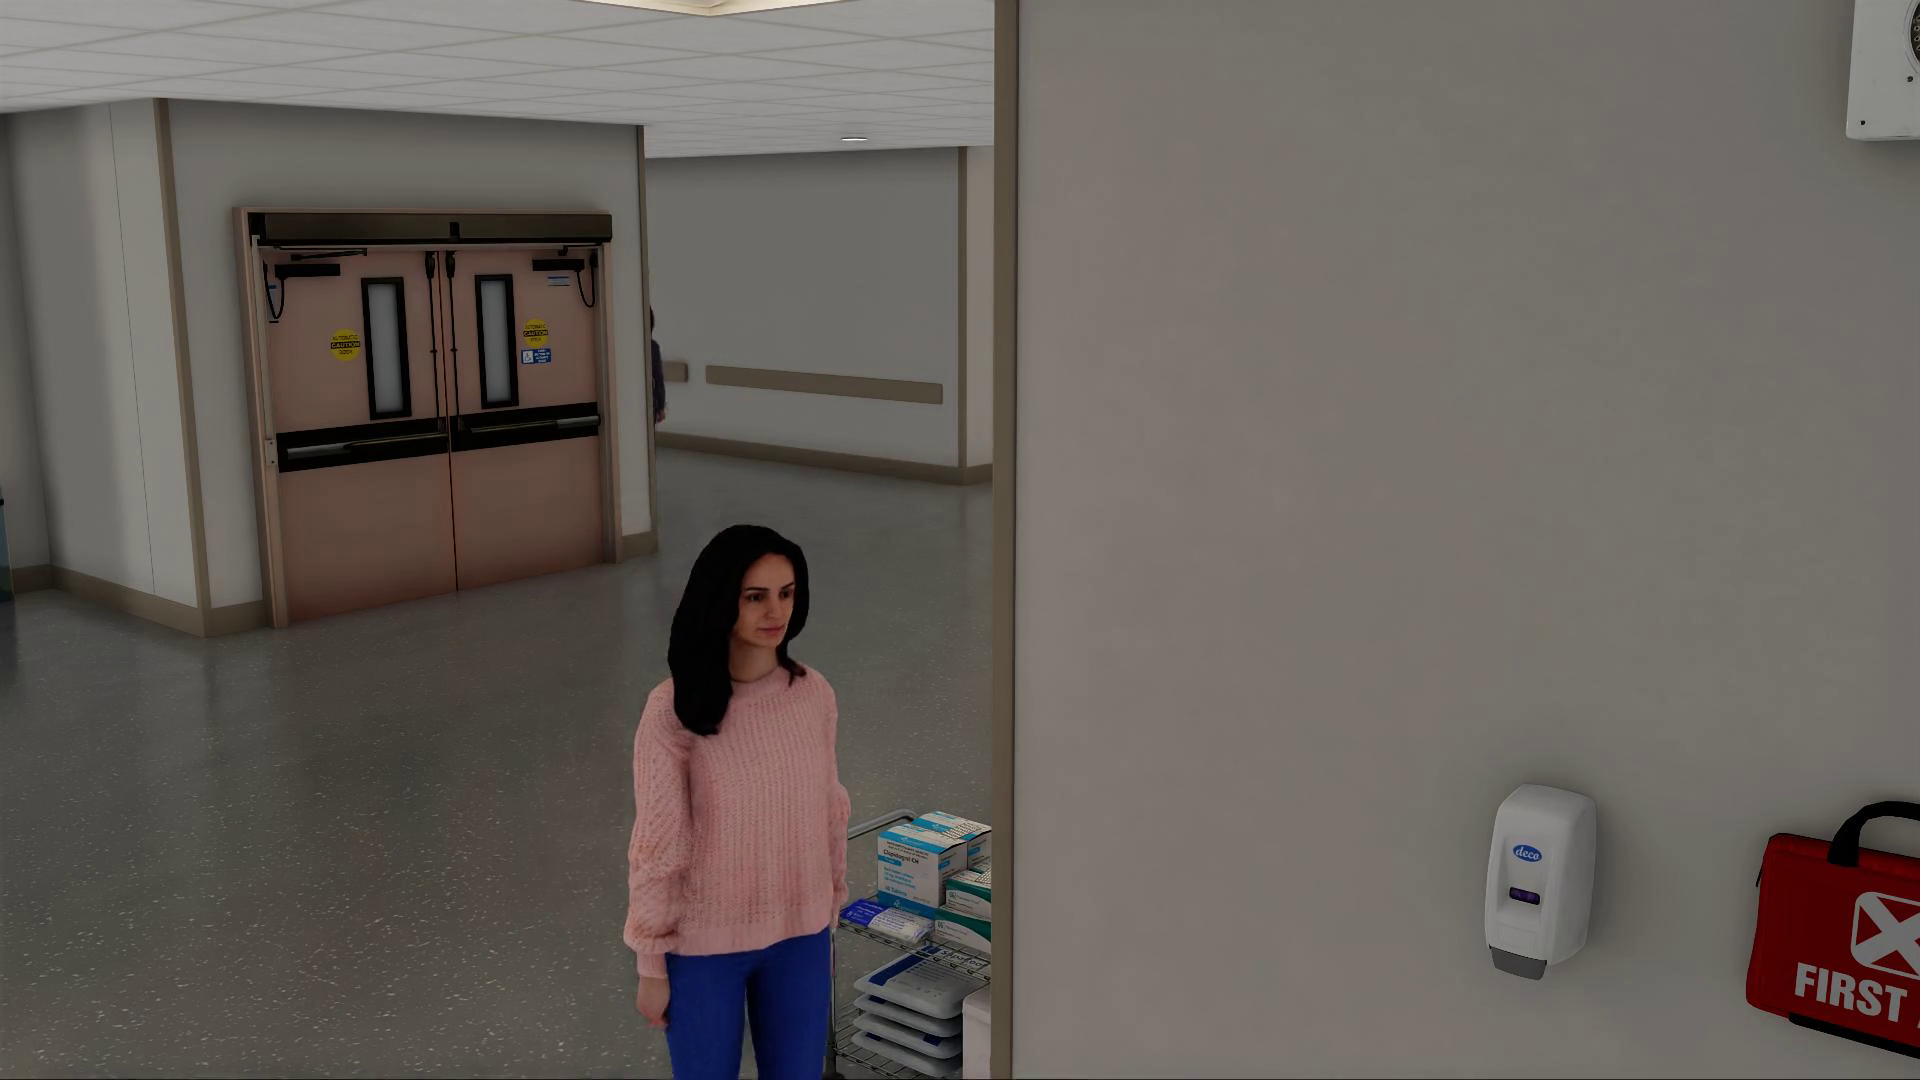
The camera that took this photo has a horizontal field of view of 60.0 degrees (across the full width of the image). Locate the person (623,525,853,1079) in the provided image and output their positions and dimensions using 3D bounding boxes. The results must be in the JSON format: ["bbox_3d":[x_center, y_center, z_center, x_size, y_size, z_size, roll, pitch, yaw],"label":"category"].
[{"bbox_3d":[-0.486,0.826,3.374,1.007,1.747,0.904,-7,13,-33],"label":"person"}]
